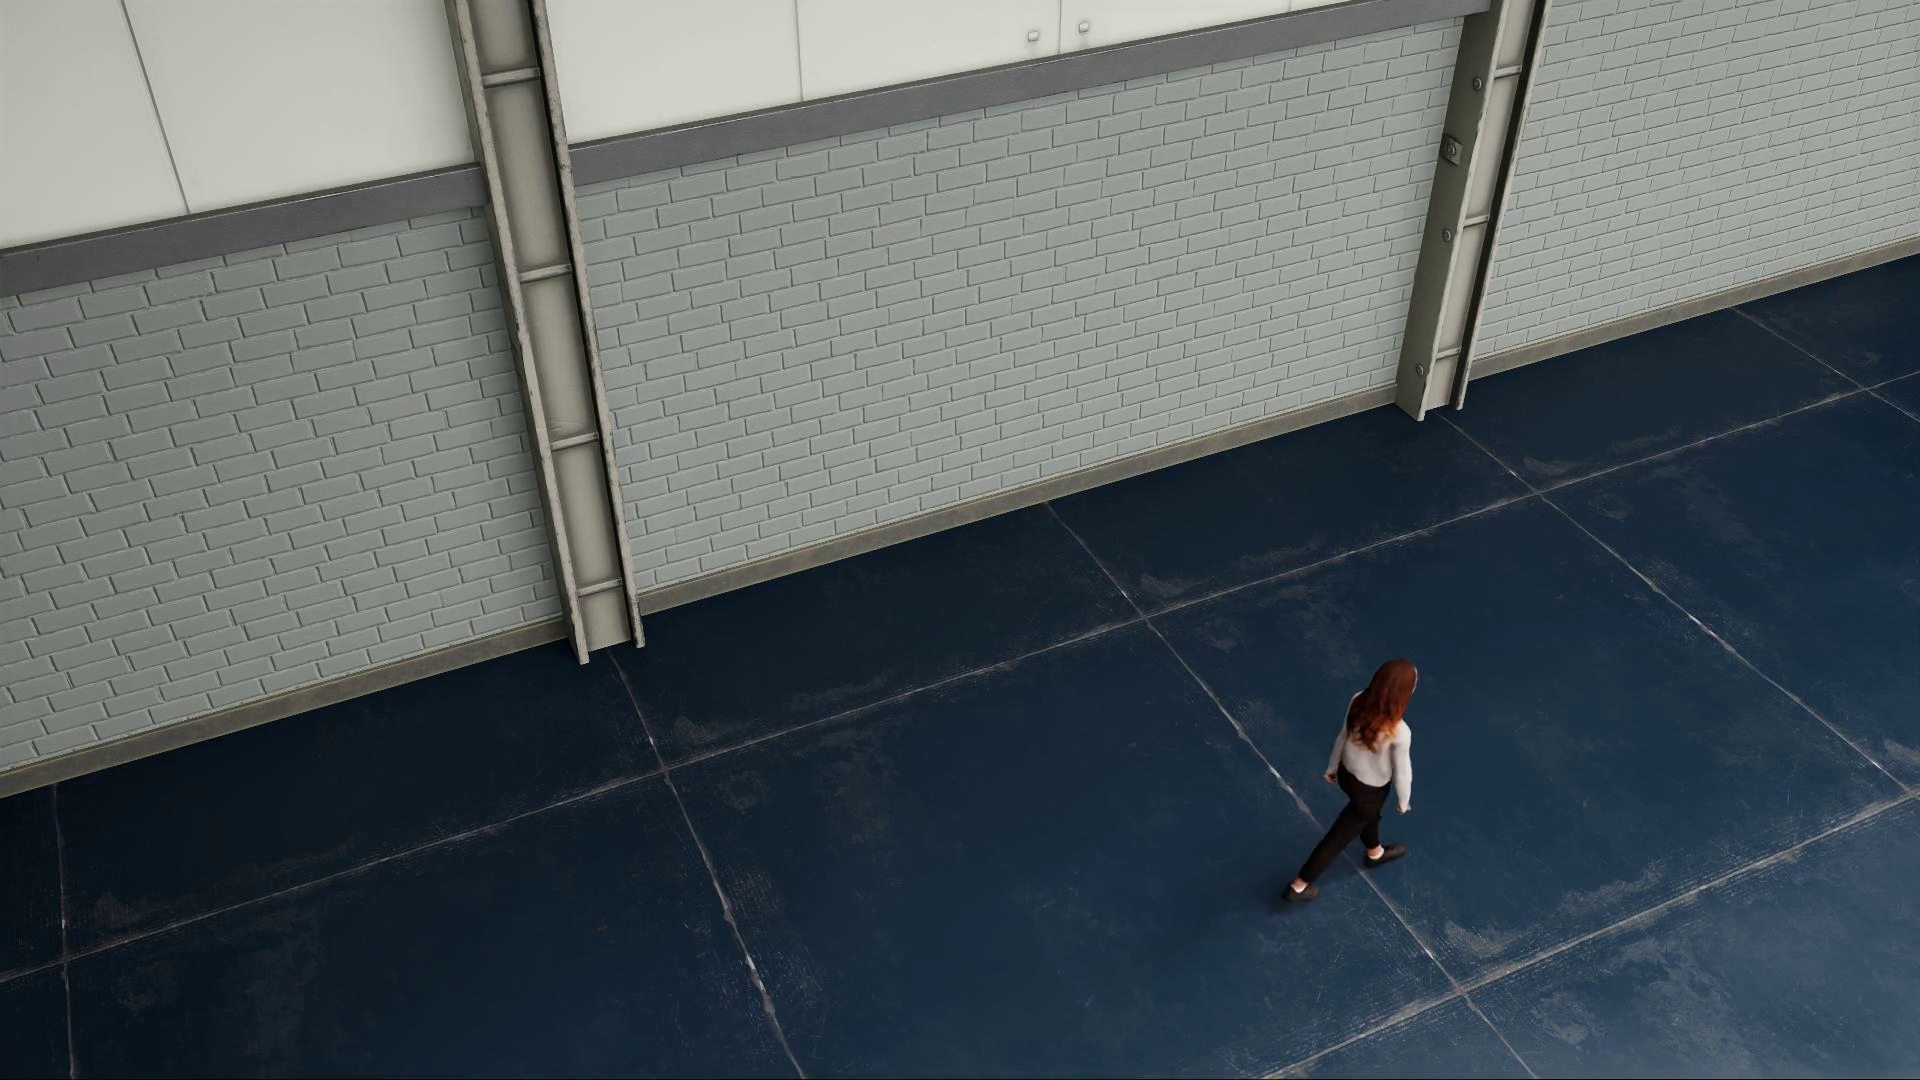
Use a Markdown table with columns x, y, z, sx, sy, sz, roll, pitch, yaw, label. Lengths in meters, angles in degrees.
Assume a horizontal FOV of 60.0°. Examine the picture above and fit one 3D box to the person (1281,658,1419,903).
| x | y | z | sx | sy | sz | roll | pitch | yaw | label |
| --- | --- | --- | --- | --- | --- | --- | --- | --- | --- |
| 1.866 | 1.193 | 7.924 | 0.985 | 1.446 | 0.563 | -18 | 42 | -22 | person |
